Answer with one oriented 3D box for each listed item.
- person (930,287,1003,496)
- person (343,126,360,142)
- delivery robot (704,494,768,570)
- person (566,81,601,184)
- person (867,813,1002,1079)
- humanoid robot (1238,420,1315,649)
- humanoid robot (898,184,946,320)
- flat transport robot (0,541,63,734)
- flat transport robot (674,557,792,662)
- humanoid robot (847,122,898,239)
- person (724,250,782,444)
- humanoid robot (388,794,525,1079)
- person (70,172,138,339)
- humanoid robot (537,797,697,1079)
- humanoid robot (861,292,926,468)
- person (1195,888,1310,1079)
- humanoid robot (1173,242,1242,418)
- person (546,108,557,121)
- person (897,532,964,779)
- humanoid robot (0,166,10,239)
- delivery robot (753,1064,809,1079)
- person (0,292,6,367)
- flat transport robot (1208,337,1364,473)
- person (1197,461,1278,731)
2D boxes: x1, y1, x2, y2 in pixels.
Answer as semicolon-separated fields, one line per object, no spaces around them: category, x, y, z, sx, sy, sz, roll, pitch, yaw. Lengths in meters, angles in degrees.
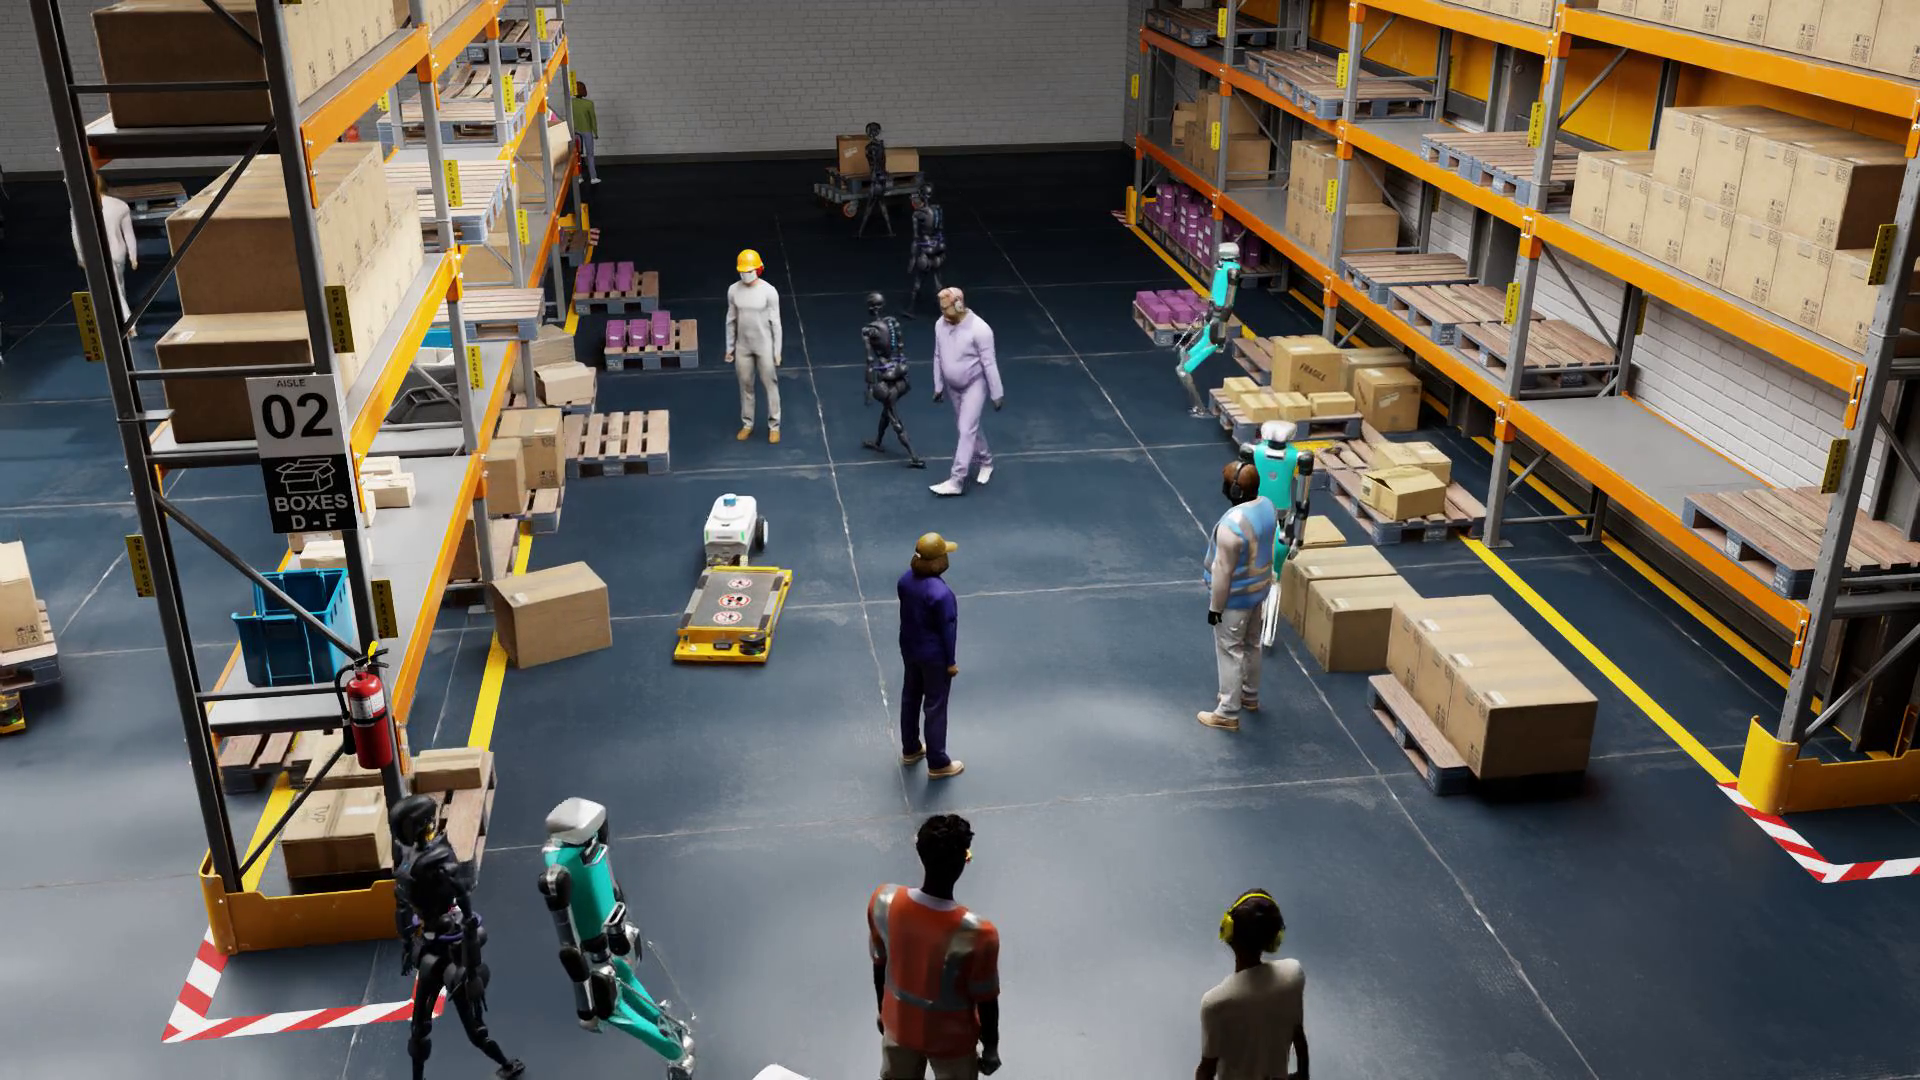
person;0.042;-1.332;14.746;0.856;1.846;0.727;-22;32;-40
person;-8.253;-4.793;22.777;0.587;1.721;0.620;-1;24;-2
delivery robot;-1.856;-0.089;13.522;0.499;0.592;0.774;0;24;1
person;-6.144;-6.631;27.083;0.506;1.631;0.266;3;24;7
person;-0.104;2.021;6.984;0.603;1.955;0.394;13;27;27
humanoid robot;2.264;-0.098;12.066;0.547;1.737;0.980;7;25;16
humanoid robot;-0.414;-3.404;19.692;0.674;1.640;0.599;17;29;34
flat transport robot;-6.827;1.007;11.384;0.659;0.231;1.431;-14;27;-28
flat transport robot;-1.685;0.517;12.501;0.659;0.231;1.431;1;24;2
humanoid robot;-1.254;-5.076;23.527;0.769;1.625;0.596;-1;24;-1
person;-1.973;-1.847;15.874;0.566;1.888;0.378;6;24;13
humanoid robot;-2.372;1.908;7.617;0.612;1.644;0.612;17;29;34
person;-9.813;-3.287;19.175;1.072;1.885;0.627;21;31;39
humanoid robot;-1.415;1.999;7.400;0.748;1.855;0.542;4;24;9
humanoid robot;-0.637;-1.497;15.434;0.836;1.601;0.615;15;28;31
person;1.134;2.251;6.624;0.625;1.834;0.658;-16;28;-32
humanoid robot;2.404;-2.064;16.555;0.677;1.788;0.544;-2;24;-6
person;-6.328;-5.805;24.948;0.632;1.841;0.429;-4;24;-8
person;-0.179;0.702;10.387;0.352;1.622;0.455;-18;30;-35
humanoid robot;-13.641;-4.946;23.201;0.585;1.637;0.522;-14;27;-28
delivery robot;-0.923;2.668;7.255;0.499;0.604;0.808;14;27;29
person;-10.637;-2.651;17.898;0.454;1.727;0.627;22;32;40
flat transport robot;3.115;-0.977;15.904;0.659;0.231;1.431;-3;24;-8
person;1.814;0.355;10.936;0.431;1.835;0.618;15;28;30
